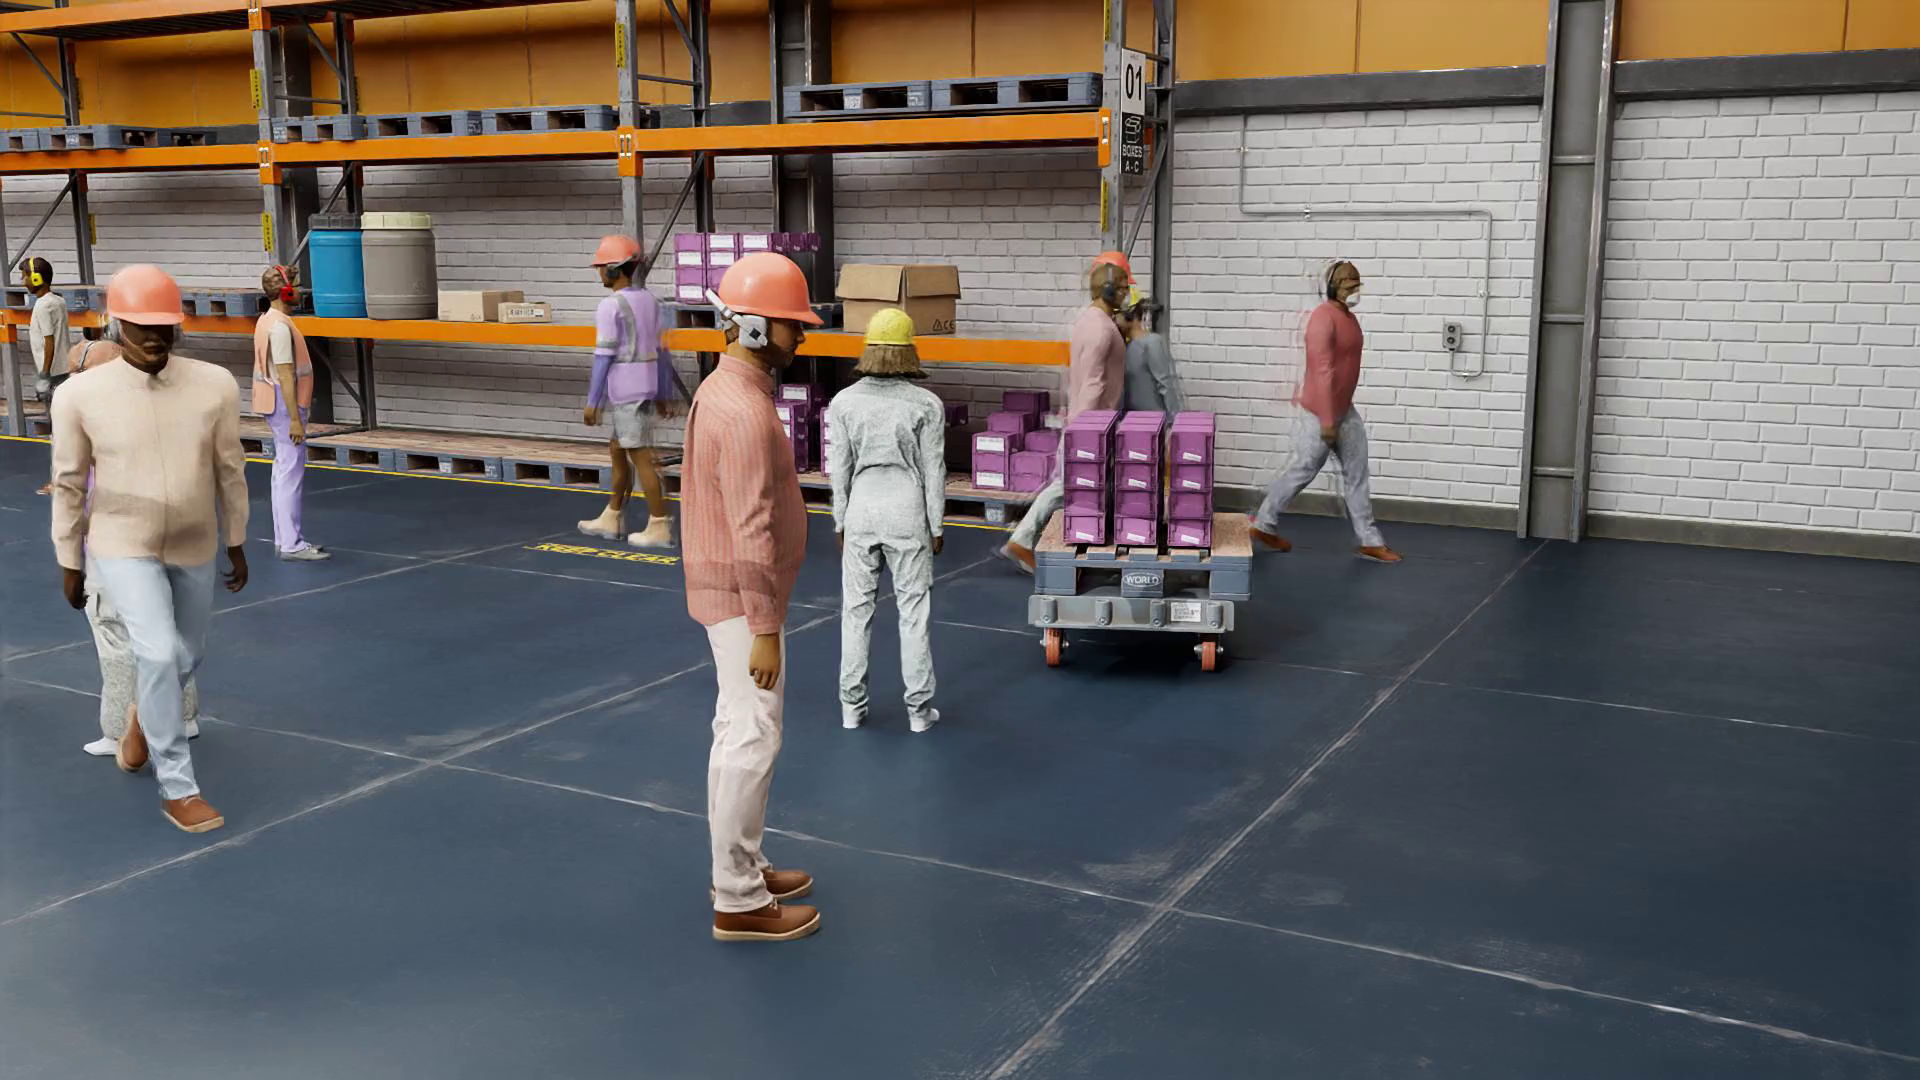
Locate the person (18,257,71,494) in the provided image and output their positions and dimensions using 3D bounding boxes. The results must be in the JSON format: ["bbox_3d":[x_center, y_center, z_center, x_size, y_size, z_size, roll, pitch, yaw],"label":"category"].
[{"bbox_3d":[-7.196,-1.294,13.156,0.328,1.865,0.518,-3,11,-15],"label":"person"}]

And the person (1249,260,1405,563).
[{"bbox_3d":[2.275,-0.799,10.433,1.001,1.900,0.636,7,12,33],"label":"person"}]

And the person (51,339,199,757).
[{"bbox_3d":[-3.280,0.032,6.531,0.318,1.631,0.513,6,12,29],"label":"person"}]

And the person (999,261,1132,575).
[{"bbox_3d":[0.749,-0.690,9.782,1.050,1.891,0.641,0,10,-2],"label":"person"}]

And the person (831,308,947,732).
[{"bbox_3d":[-0.288,-0.079,6.857,0.490,1.734,0.342,2,11,12],"label":"person"}]

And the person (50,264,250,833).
[{"bbox_3d":[-2.875,-0.002,5.878,0.624,1.947,0.928,-10,14,-42],"label":"person"}]

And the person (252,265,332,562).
[{"bbox_3d":[-4.218,-0.786,10.405,0.378,1.848,0.569,-5,12,-27],"label":"person"}]

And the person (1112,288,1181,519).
[{"bbox_3d":[1.116,-0.666,10.090,0.522,1.716,0.556,-3,11,-14],"label":"person"}]

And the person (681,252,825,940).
[{"bbox_3d":[-0.587,0.175,4.791,0.411,1.980,0.625,-3,11,-14],"label":"person"}]

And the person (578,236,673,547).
[{"bbox_3d":[-2.269,-0.955,10.850,0.886,2.015,0.621,3,11,18],"label":"person"}]

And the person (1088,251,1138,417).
[{"bbox_3d":[0.888,-0.789,10.190,0.377,1.932,0.551,2,10,10],"label":"person"}]
